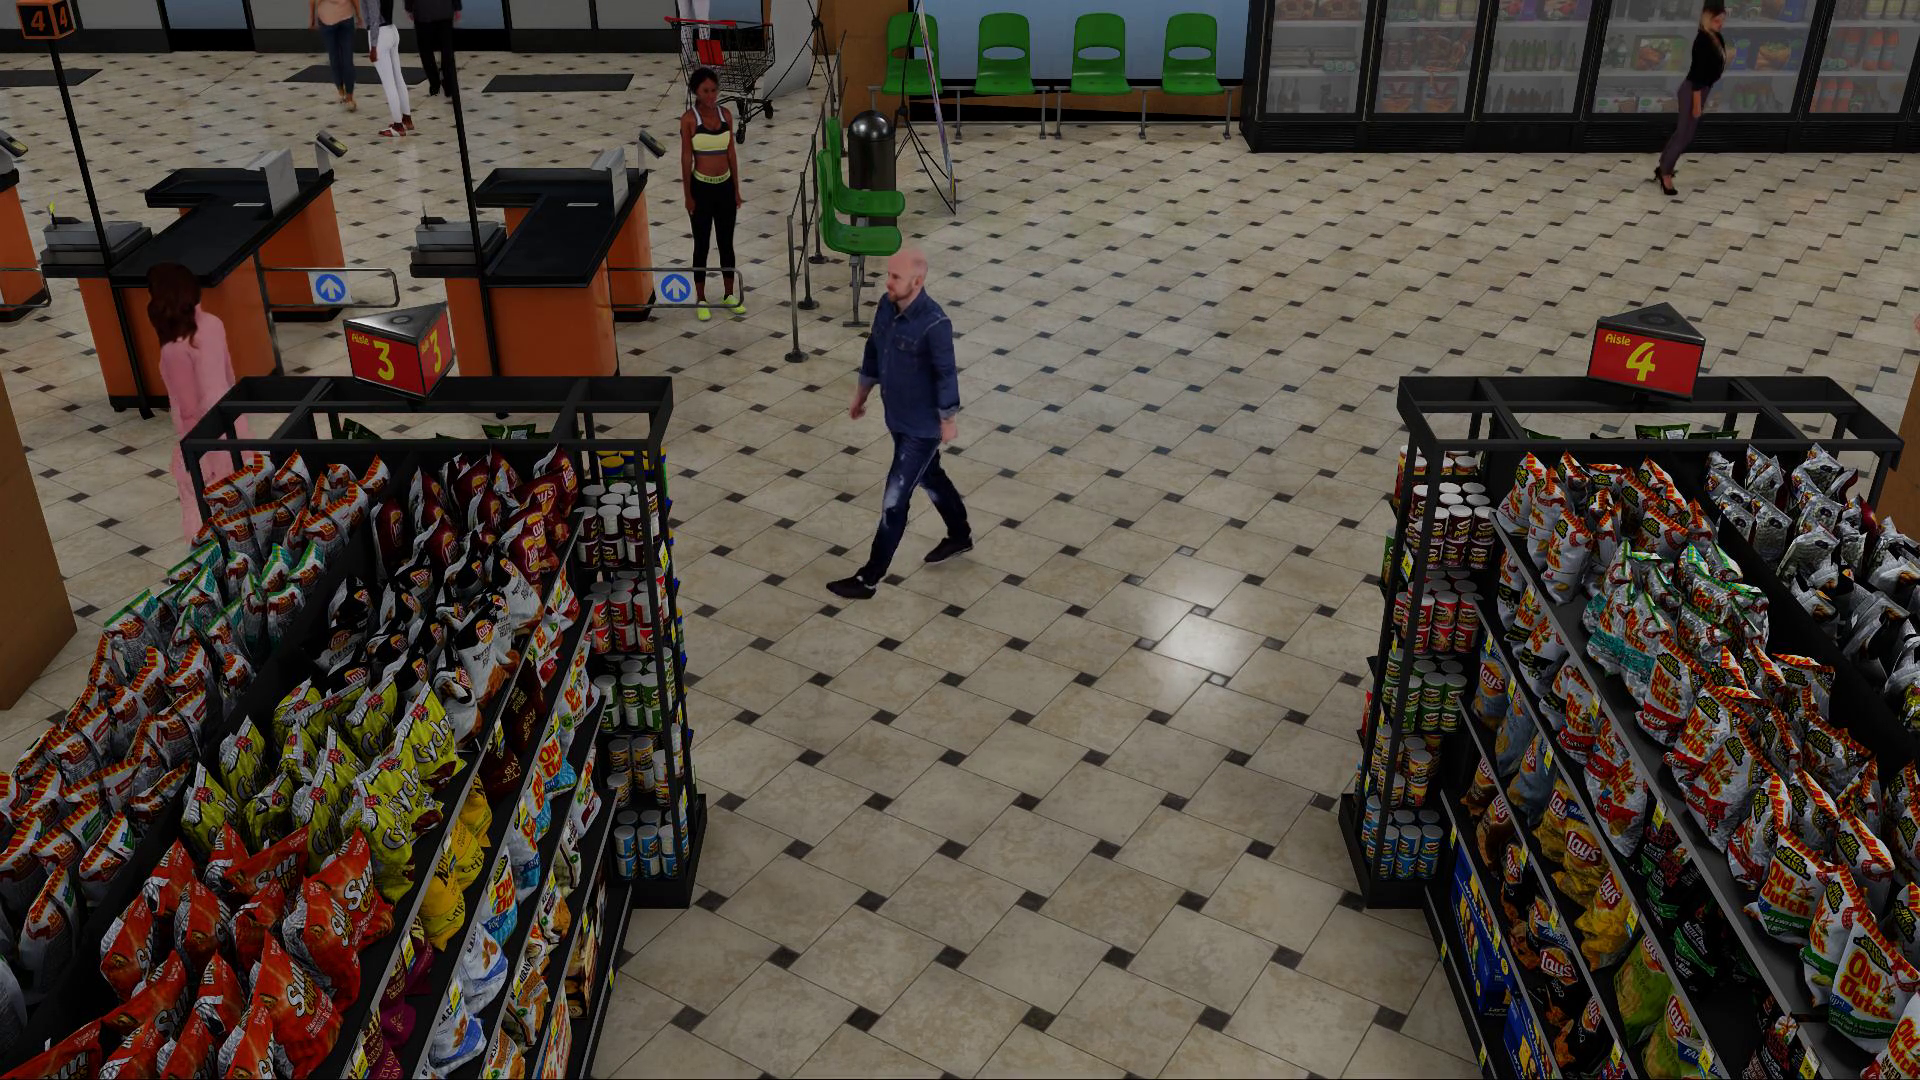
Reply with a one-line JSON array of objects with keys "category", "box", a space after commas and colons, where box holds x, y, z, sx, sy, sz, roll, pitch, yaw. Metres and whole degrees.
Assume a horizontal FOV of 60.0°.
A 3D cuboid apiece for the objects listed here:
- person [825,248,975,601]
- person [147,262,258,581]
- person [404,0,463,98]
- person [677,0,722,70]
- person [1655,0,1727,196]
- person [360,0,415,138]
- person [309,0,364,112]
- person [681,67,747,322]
[{"category": "person", "box": [-0.167, -0.585, 8.270, 1.181, 1.771, 1.246, -17, 33, -28]}, {"category": "person", "box": [-3.517, -0.462, 8.058, 0.865, 1.760, 1.134, 6, 29, 11]}, {"category": "person", "box": [-5.435, -5.485, 17.195, 0.863, 1.821, 0.880, -10, 30, -18]}, {"category": "person", "box": [-2.975, -6.169, 18.378, 0.732, 1.887, 0.715, 12, 31, 21]}, {"category": "person", "box": [6.236, -3.780, 14.270, 0.903, 1.630, 0.765, 7, 30, 13]}, {"category": "person", "box": [-5.534, -4.773, 15.994, 0.674, 1.721, 0.495, 3, 29, 6]}, {"category": "person", "box": [-6.300, -5.226, 16.794, 0.825, 1.750, 0.991, -8, 30, -14]}, {"category": "person", "box": [-1.745, -2.430, 11.668, 0.642, 1.755, 0.652, -15, 32, -25]}]
